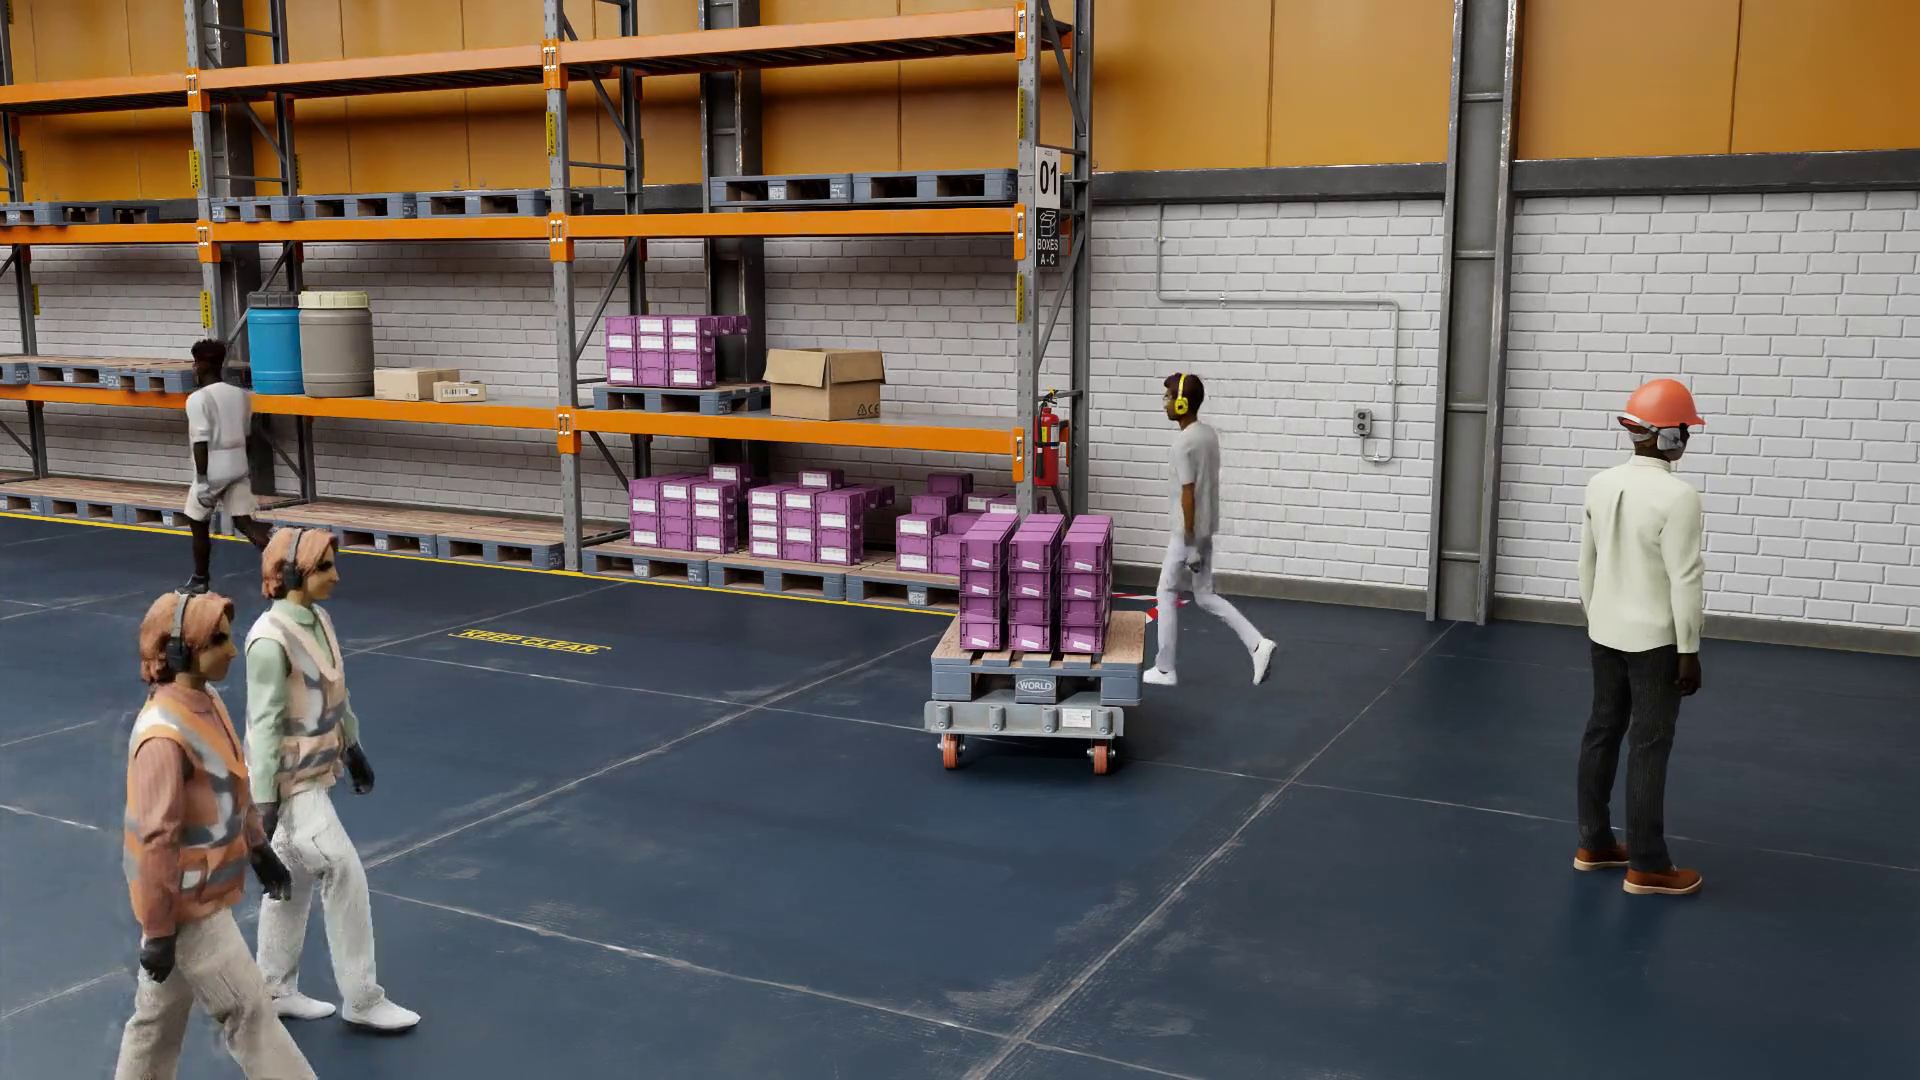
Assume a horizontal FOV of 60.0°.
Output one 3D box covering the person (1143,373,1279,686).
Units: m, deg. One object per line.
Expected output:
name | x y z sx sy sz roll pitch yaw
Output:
person | 1.402 -0.037 9.515 0.795 1.841 0.515 7 11 36

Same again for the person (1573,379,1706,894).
person | 2.671 0.371 6.496 0.379 1.996 0.609 -3 10 -18

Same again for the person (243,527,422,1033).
person | -1.972 0.761 5.235 0.680 1.613 0.537 -1 9 -5

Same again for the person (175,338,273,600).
person | -5.336 -0.506 12.129 0.944 1.930 0.612 3 10 18

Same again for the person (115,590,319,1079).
person | -1.873 0.922 4.320 0.824 1.603 0.518 -3 10 -18
